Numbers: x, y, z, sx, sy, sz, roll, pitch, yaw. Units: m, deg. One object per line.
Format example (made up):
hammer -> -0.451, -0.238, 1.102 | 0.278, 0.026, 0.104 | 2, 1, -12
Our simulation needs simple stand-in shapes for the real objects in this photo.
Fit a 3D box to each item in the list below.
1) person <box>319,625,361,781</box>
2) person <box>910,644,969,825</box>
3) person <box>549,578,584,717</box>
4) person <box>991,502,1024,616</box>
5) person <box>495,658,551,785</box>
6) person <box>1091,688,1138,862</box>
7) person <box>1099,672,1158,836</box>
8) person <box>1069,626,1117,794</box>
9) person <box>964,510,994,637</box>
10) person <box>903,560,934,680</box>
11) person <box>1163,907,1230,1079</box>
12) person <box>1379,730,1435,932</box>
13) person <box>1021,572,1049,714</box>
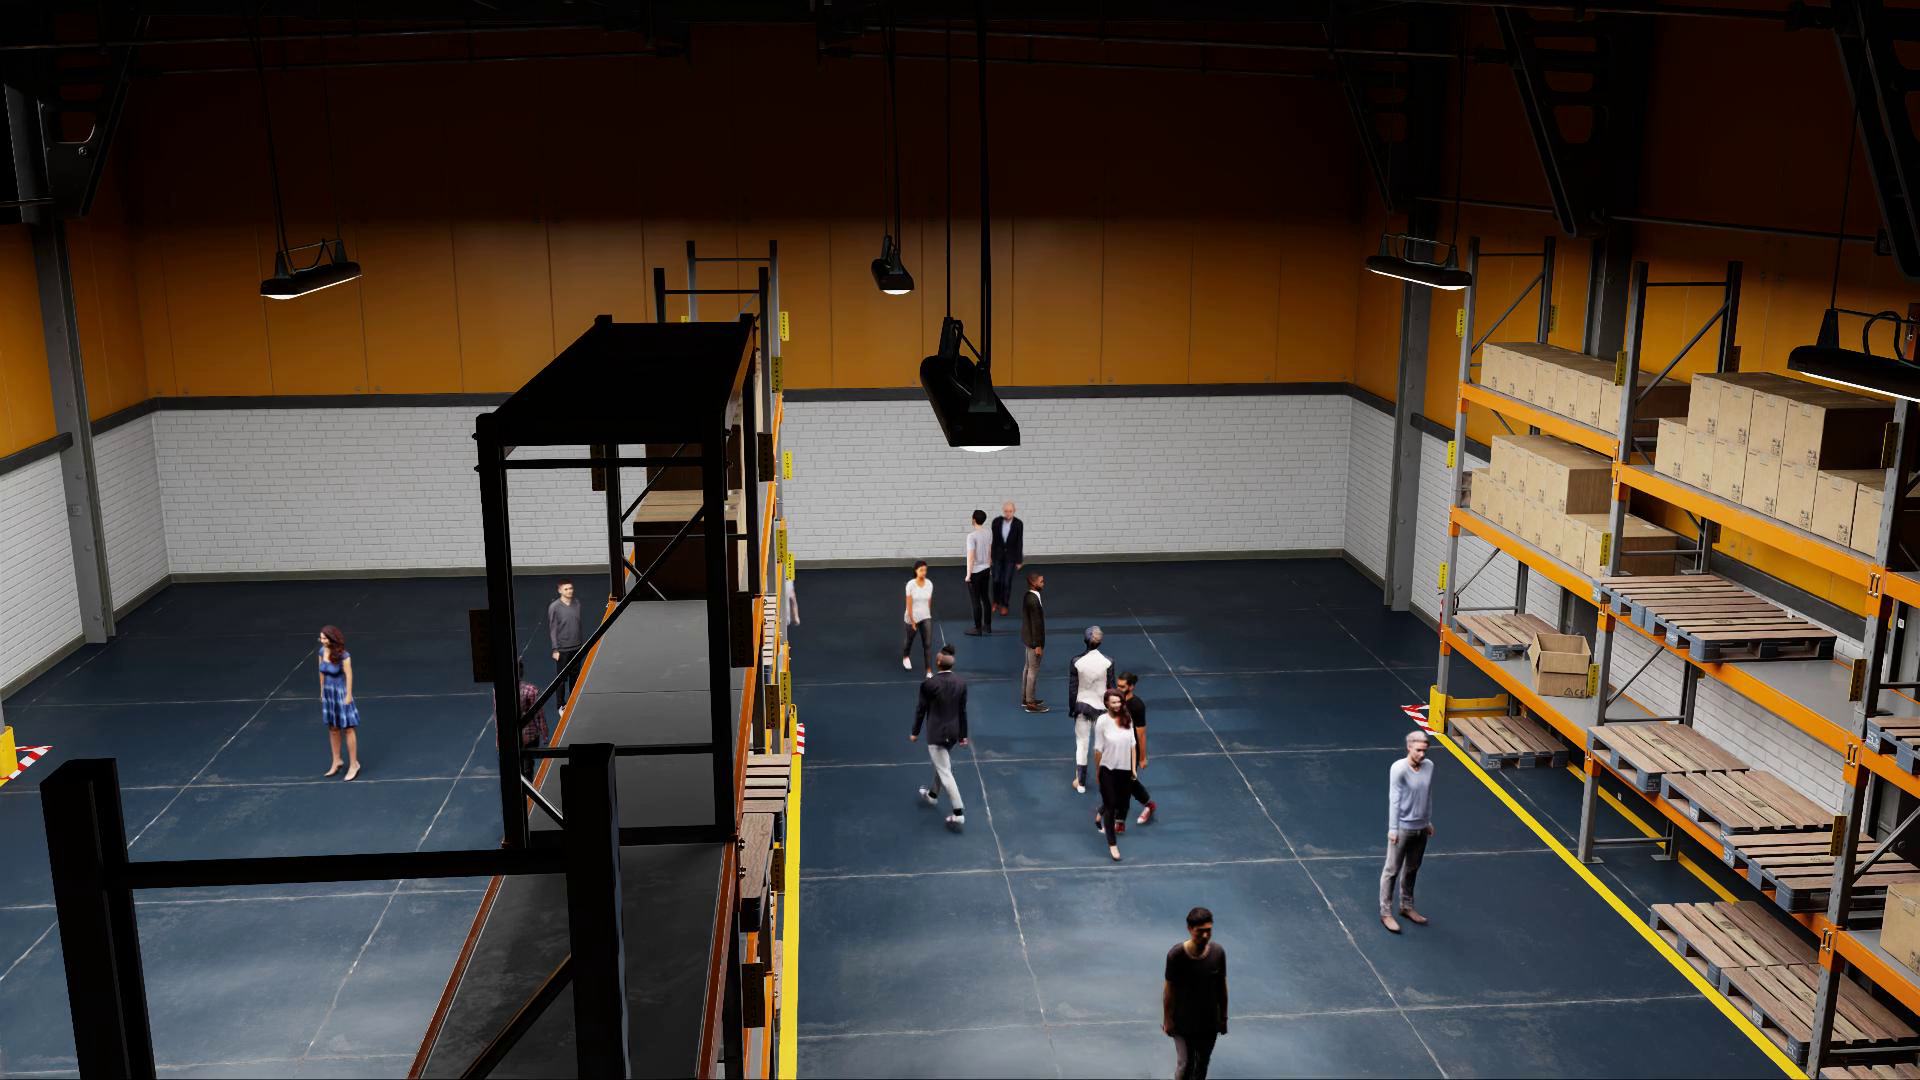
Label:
person -> -7.053, 1.833, 18.823 | 0.758, 1.807, 0.763 | 7, 15, 26
person -> -0.136, 2.081, 17.591 | 1.110, 1.904, 1.369 | -8, 16, -31
person -> -4.936, 1.340, 20.959 | 0.739, 1.760, 0.687 | 12, 18, 40
person -> 0.698, 0.253, 25.409 | 0.752, 1.779, 0.674 | 3, 14, 10
person -> -4.713, 2.123, 17.761 | 0.973, 1.743, 1.241 | 4, 14, 16
person -> 1.515, 2.332, 16.828 | 0.832, 1.775, 1.039 | -7, 15, -26
person -> 1.823, 2.200, 17.452 | 0.960, 1.739, 1.073 | -8, 16, -29
person -> 1.467, 1.876, 18.463 | 0.698, 1.893, 0.614 | 0, 14, 2
person -> 0.281, 0.473, 24.322 | 0.781, 1.863, 0.728 | 12, 18, 40
person -> -0.614, 1.069, 22.437 | 0.767, 1.592, 1.213 | -5, 15, -21
person -> 1.710, 3.466, 12.290 | 0.676, 1.707, 0.623 | -3, 14, -14
person -> 4.120, 2.640, 15.316 | 0.740, 1.888, 0.715 | -7, 15, -26
person -> 0.926, 1.280, 21.118 | 0.713, 1.802, 0.493 | -2, 14, -7
